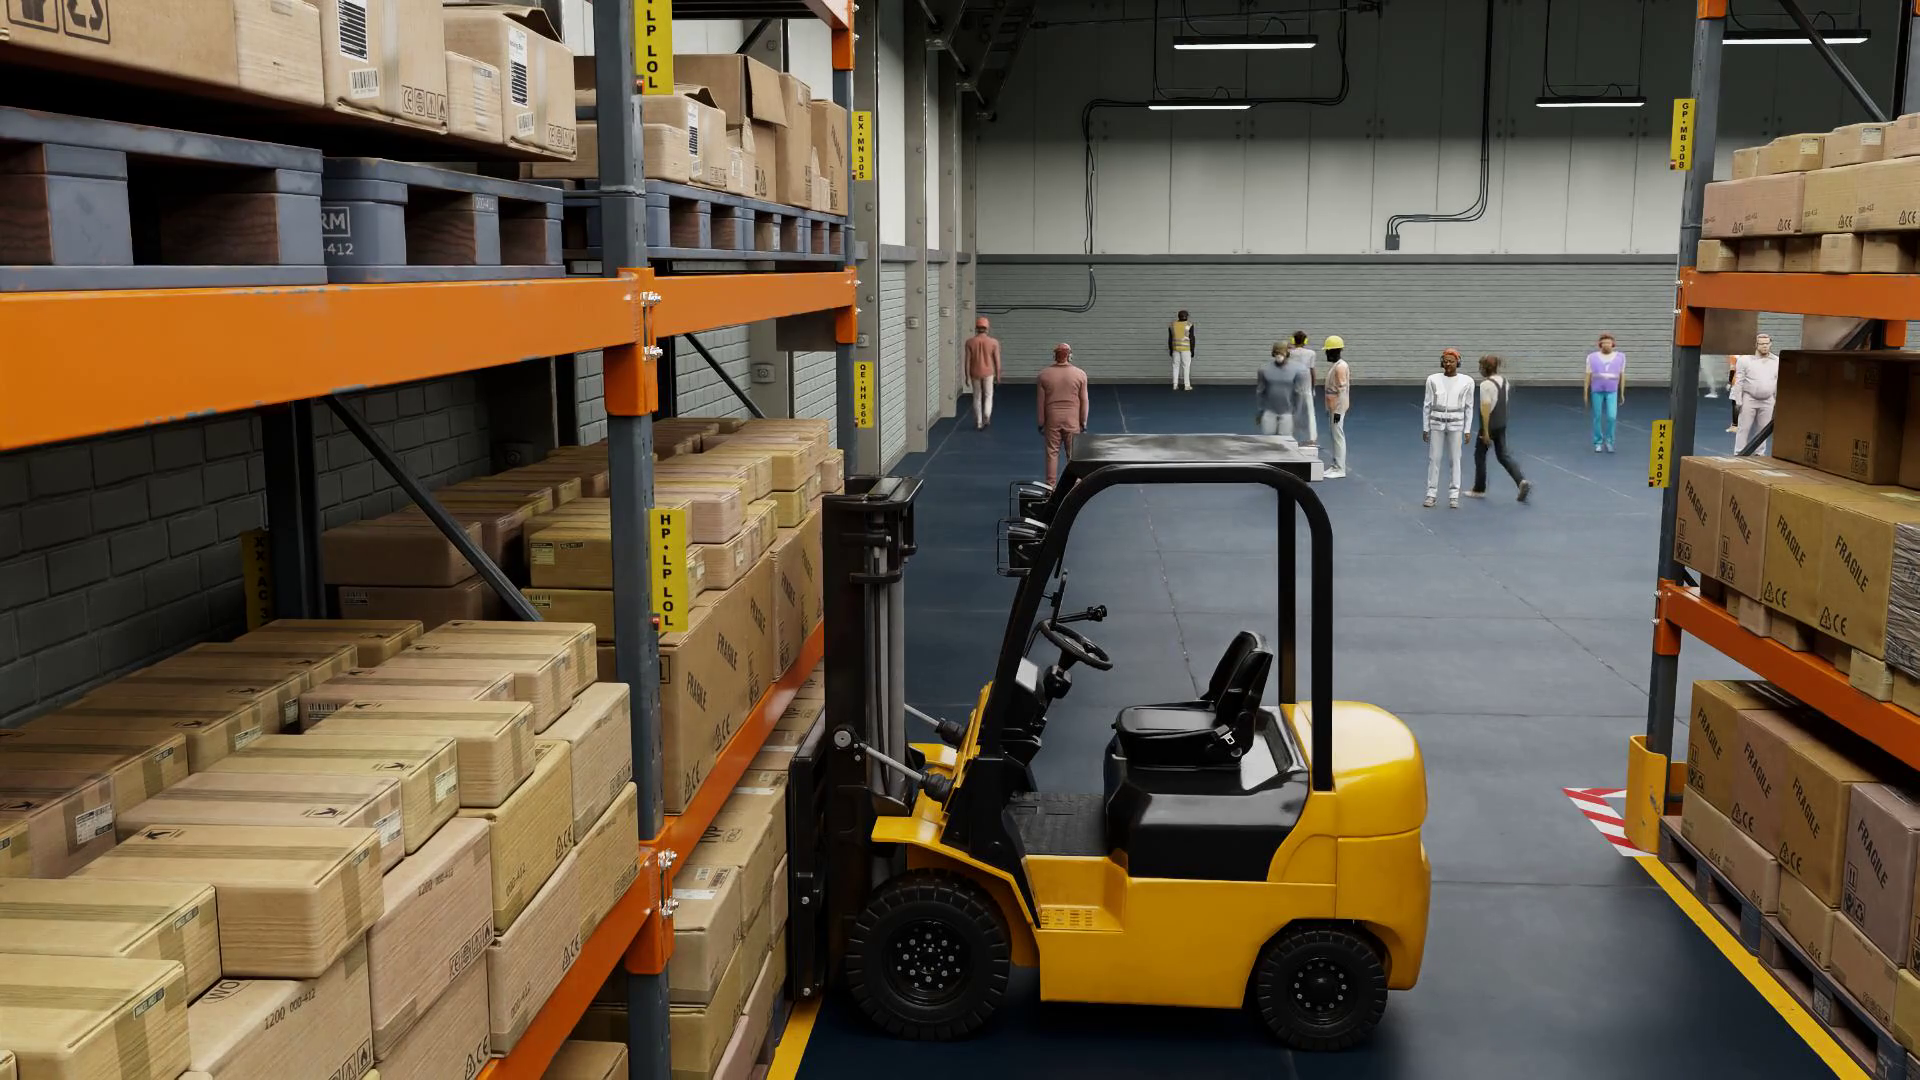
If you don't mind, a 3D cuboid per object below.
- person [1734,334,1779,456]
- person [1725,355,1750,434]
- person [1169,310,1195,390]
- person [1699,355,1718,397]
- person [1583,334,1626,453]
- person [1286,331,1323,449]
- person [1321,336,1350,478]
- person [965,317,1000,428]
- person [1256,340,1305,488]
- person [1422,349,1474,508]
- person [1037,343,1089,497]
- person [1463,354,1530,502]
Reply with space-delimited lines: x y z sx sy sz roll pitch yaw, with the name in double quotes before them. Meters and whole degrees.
"person" 11.248 -1.947 23.444 0.636 1.911 0.404 0 9 2
"person" 13.353 -2.662 28.409 0.531 1.697 0.320 -1 9 -9
"person" 5.133 -4.372 38.367 0.644 1.836 0.429 6 11 32
"person" 16.143 -3.961 36.280 0.892 1.689 0.501 6 11 30
"person" 9.822 -2.220 25.340 0.607 1.816 0.768 3 10 15
"person" 5.349 -2.335 25.996 0.765 1.846 0.538 4 10 23
"person" 5.052 -1.793 22.458 0.385 1.922 0.594 1 9 5
"person" 0.388 -2.913 29.121 0.625 1.974 0.771 1 9 3
"person" 4.117 -1.624 21.447 0.634 1.918 0.454 4 10 22
"person" 5.773 -1.320 19.719 0.575 1.882 0.355 4 10 22
"person" 1.268 -1.469 20.552 0.641 1.908 0.407 1 9 6
"person" 6.537 -1.352 20.175 0.514 1.806 0.869 -6 11 -33
